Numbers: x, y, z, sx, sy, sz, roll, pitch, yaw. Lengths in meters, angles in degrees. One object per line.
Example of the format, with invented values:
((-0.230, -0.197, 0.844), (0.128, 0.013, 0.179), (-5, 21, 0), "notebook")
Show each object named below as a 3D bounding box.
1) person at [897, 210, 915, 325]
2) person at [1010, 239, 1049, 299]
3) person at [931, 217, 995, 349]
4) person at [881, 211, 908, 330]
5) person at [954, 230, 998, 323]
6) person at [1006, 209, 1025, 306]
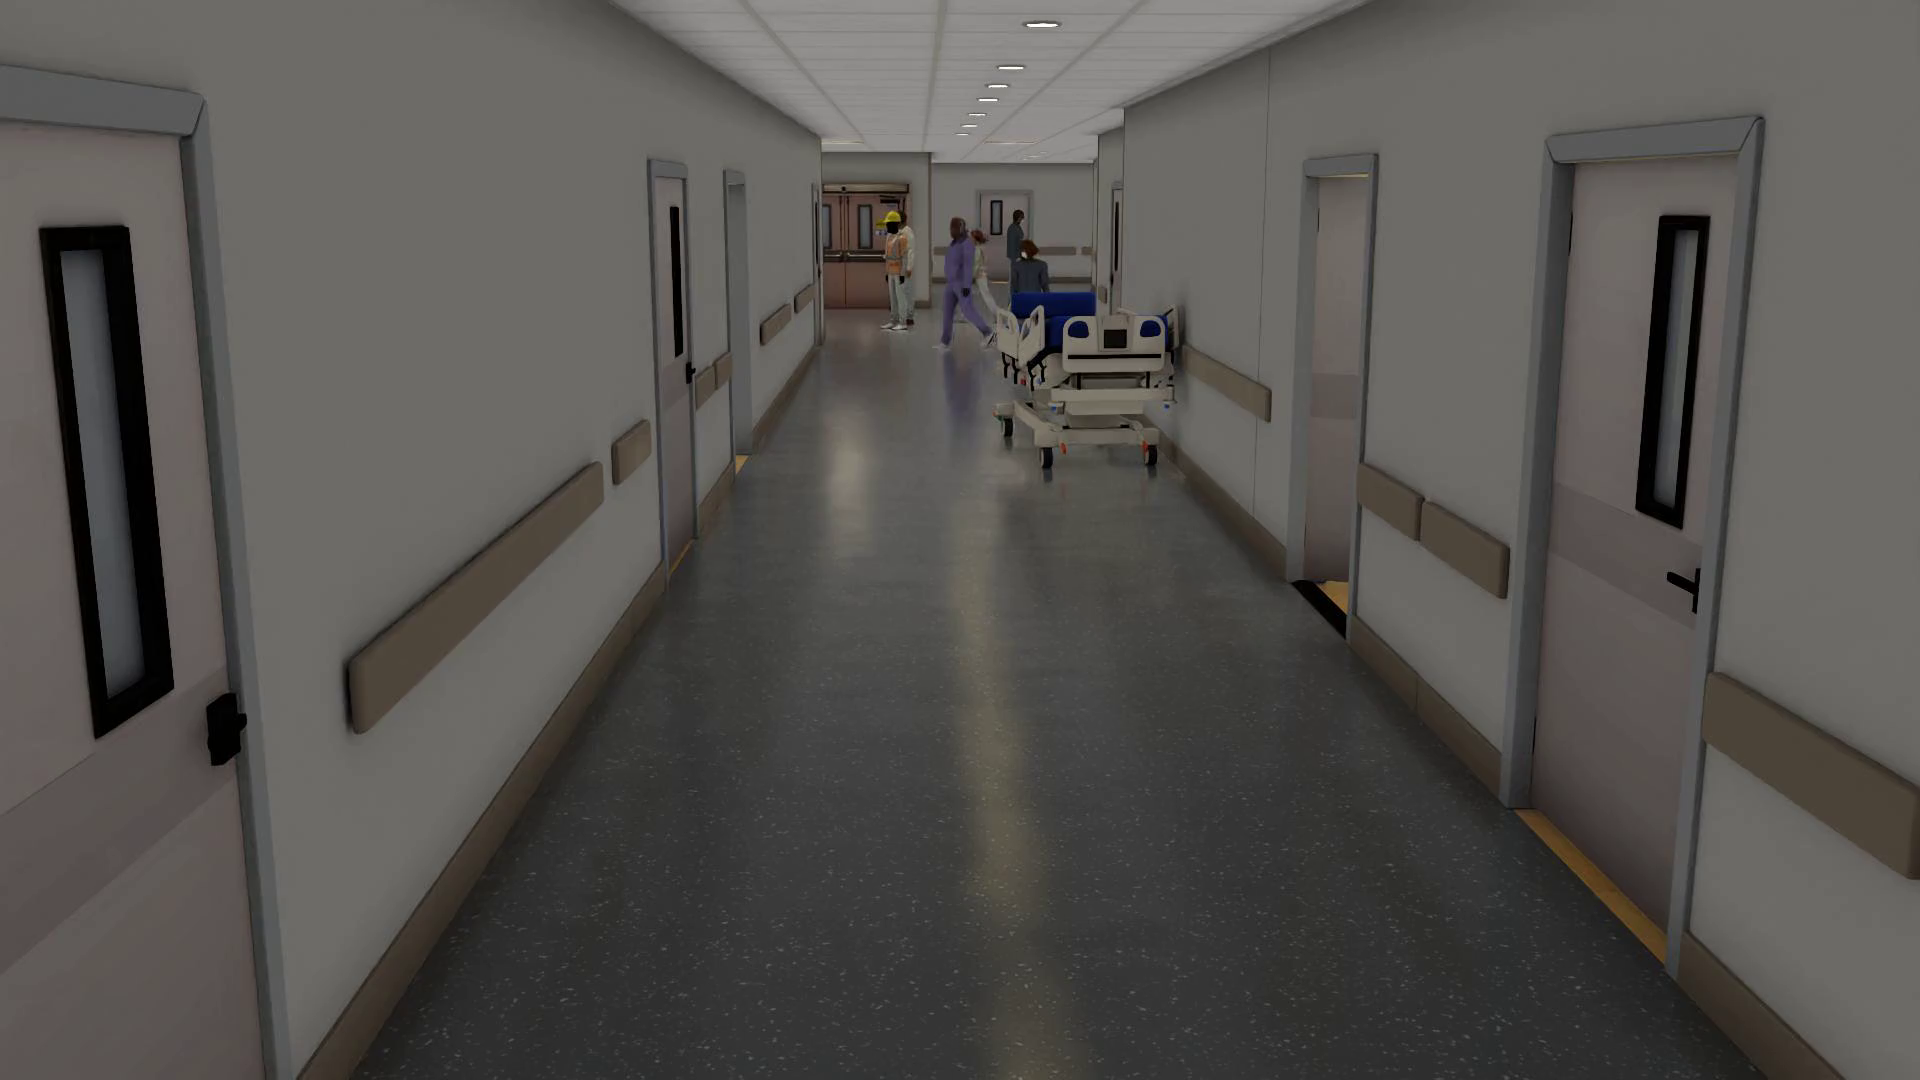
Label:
((-0.972, -4.624, 28.281), (0.354, 1.936, 0.635), (-6, 13, -26), "person")
((0.914, -3.139, 21.847), (0.515, 1.612, 0.567), (2, 12, 10), "person")
((0.043, -3.654, 23.718), (0.880, 1.881, 0.653), (-6, 13, -28), "person")
((-1.062, -4.396, 27.194), (0.385, 1.928, 0.589), (-7, 13, -29), "person")
((0.328, -4.523, 28.621), (0.862, 1.595, 0.526), (-1, 12, -3), "person")
((1.101, -5.519, 32.679), (0.384, 1.928, 0.636), (2, 12, 12), "person")
